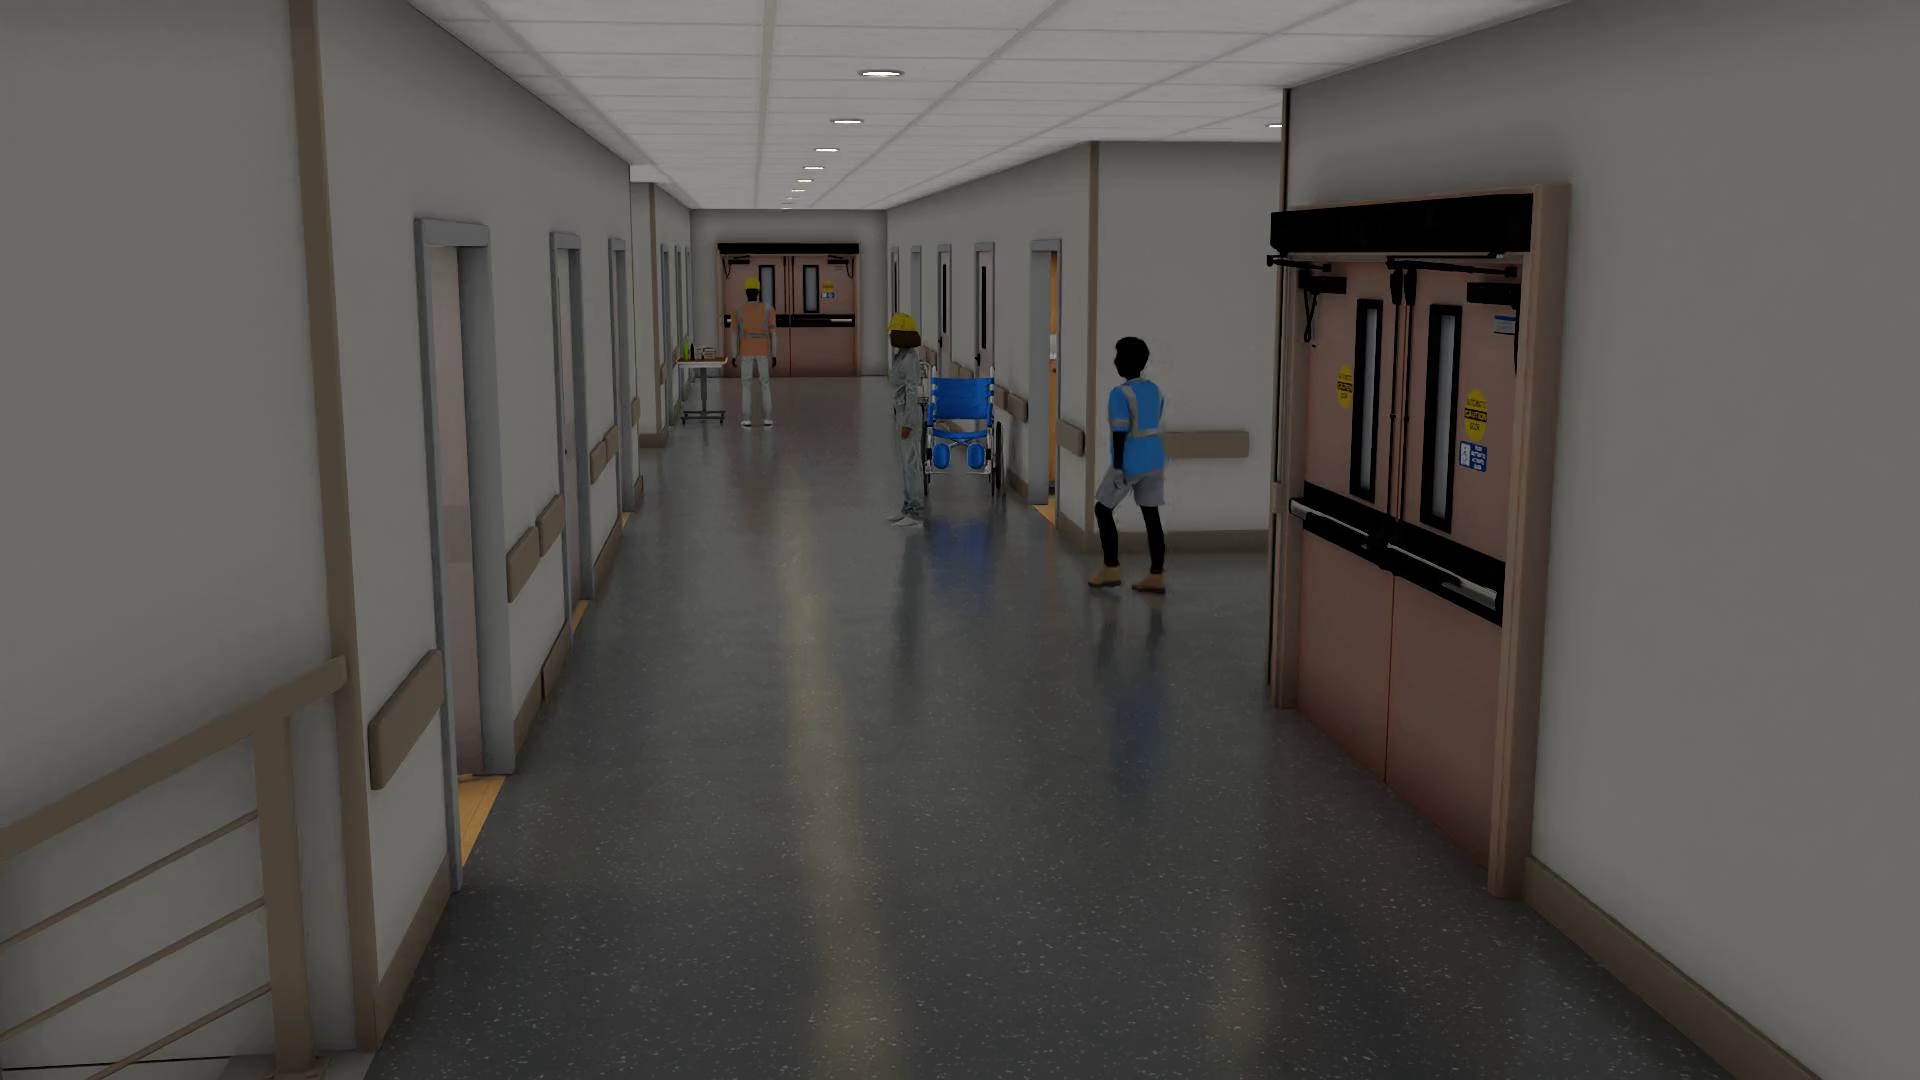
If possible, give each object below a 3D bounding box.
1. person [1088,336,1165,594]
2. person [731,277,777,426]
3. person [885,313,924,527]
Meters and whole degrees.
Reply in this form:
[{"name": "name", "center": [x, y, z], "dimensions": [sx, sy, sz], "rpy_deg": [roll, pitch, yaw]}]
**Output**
[{"name": "person", "center": [1.109, -0.488, 10.913], "dimensions": [0.539, 1.678, 0.607], "rpy_deg": [-9, 13, -43]}, {"name": "person", "center": [-2.670, -2.434, 21.541], "dimensions": [0.594, 1.922, 0.386], "rpy_deg": [-2, 10, -12]}, {"name": "person", "center": [-0.458, -0.974, 13.567], "dimensions": [0.302, 1.745, 0.483], "rpy_deg": [-1, 10, -8]}]
